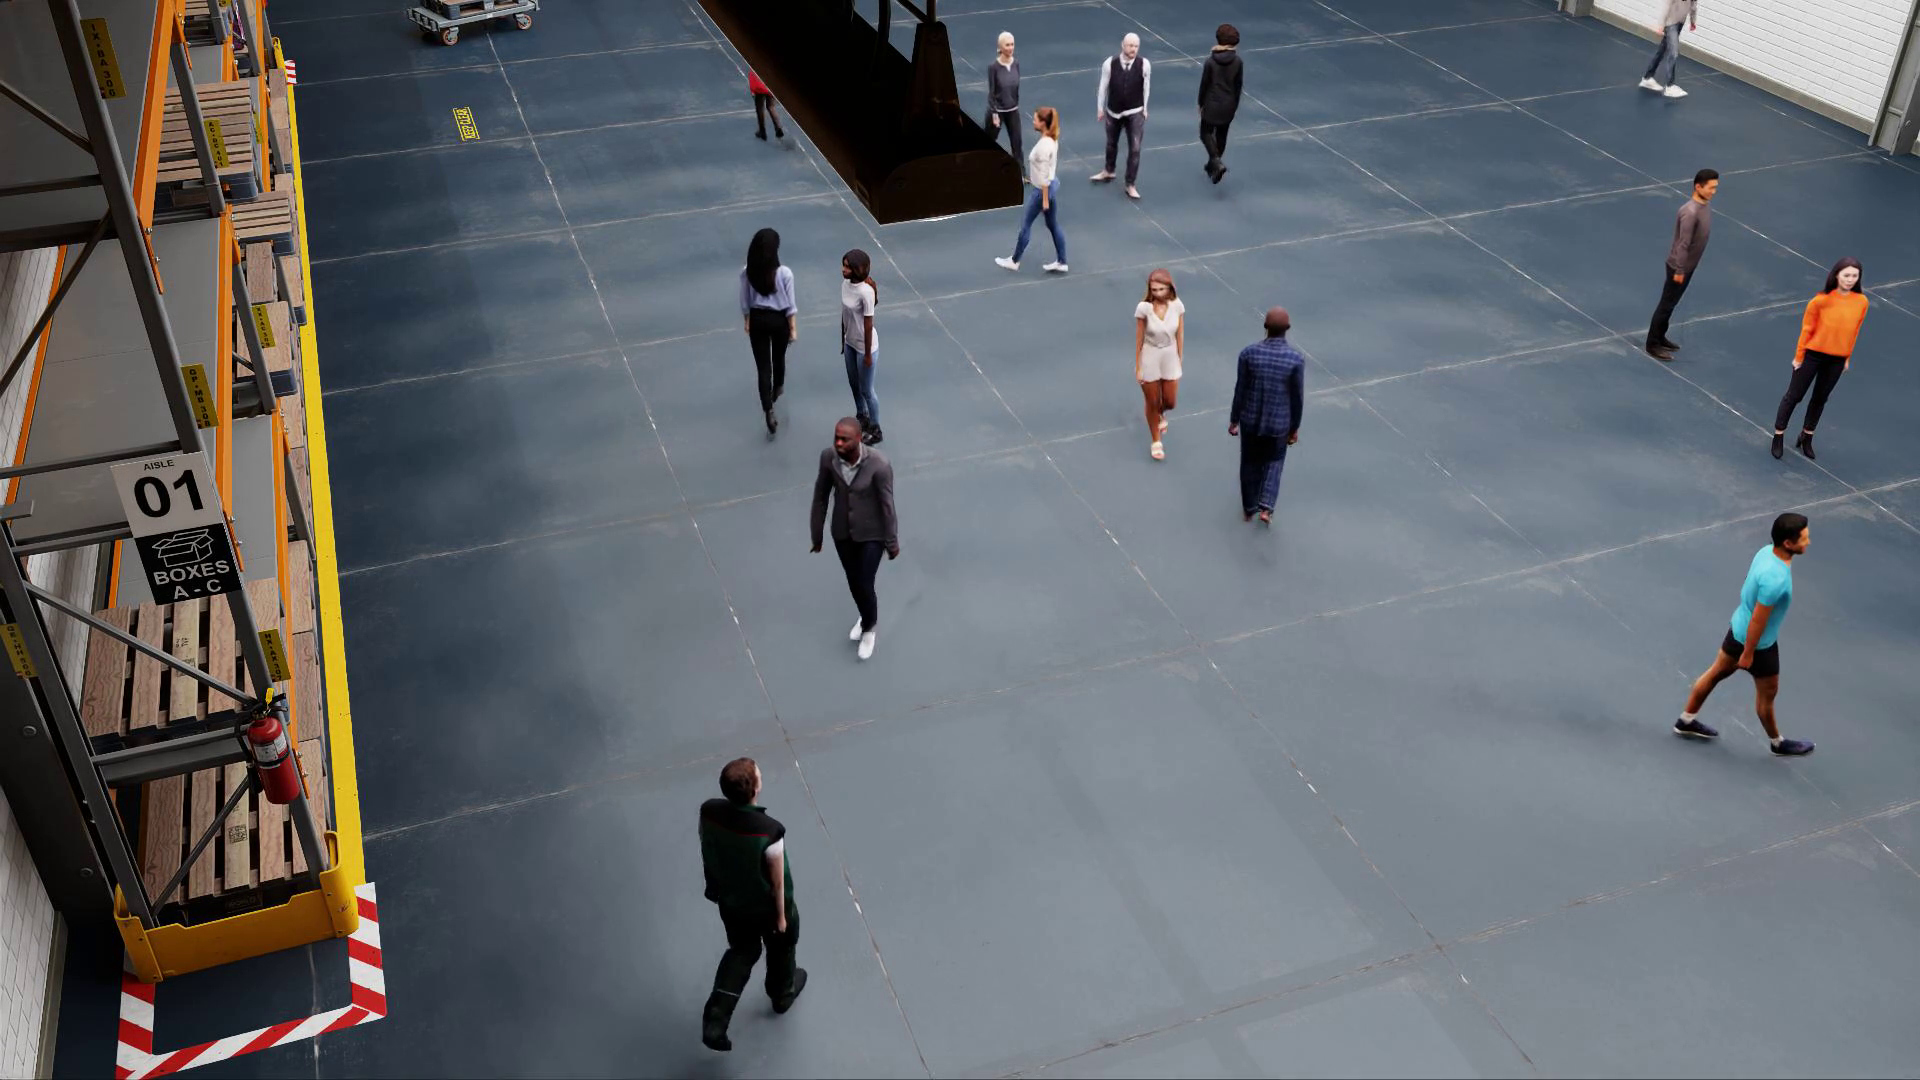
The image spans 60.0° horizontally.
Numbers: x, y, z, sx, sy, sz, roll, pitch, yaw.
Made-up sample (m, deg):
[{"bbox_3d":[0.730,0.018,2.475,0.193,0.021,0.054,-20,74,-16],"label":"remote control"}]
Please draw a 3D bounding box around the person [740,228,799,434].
[{"bbox_3d":[-1.608,-1.708,13.907,0.951,1.698,1.206,1,34,2],"label":"person"}]

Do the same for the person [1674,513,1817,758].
[{"bbox_3d":[4.864,0.581,10.420,1.092,1.746,1.075,11,35,16],"label":"person"}]

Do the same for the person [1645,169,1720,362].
[{"bbox_3d":[6.532,-2.512,15.056,0.720,1.766,0.718,-14,36,-20],"label":"person"}]

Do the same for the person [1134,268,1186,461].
[{"bbox_3d":[1.594,-1.482,13.591,0.686,1.671,0.801,-5,34,-8],"label":"person"}]

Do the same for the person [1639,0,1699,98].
[{"bbox_3d":[9.004,-6.619,21.176,0.889,1.829,1.079,-24,41,-32],"label":"person"}]

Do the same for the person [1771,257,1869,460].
[{"bbox_3d":[7.000,-1.482,13.522,0.697,1.748,0.682,1,34,2],"label":"person"}]

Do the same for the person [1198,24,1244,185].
[{"bbox_3d":[2.898,-4.817,18.525,0.746,1.764,1.015,-5,34,-7],"label":"person"}]

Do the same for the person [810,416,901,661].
[{"bbox_3d":[-0.650,-0.087,11.377,0.888,1.800,0.944,14,36,20],"label":"person"}]

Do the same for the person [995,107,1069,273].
[{"bbox_3d":[0.923,-3.434,16.510,1.018,1.692,1.022,8,35,12],"label":"person"}]

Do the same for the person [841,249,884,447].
[{"bbox_3d":[-0.816,-1.590,13.709,0.686,1.720,0.548,-22,40,-30],"label":"person"}]

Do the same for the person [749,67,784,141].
[{"bbox_3d":[-2.306,-5.369,19.800,0.577,1.271,0.731,-19,38,-27],"label":"person"}]

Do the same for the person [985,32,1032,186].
[{"bbox_3d":[0.427,-4.841,18.628,0.718,1.690,1.083,-17,37,-24],"label":"person"}]

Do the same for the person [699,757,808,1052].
[{"bbox_3d":[-1.090,1.860,8.425,1.051,1.825,1.100,16,37,22],"label":"person"}]

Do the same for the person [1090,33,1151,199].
[{"bbox_3d":[1.789,-4.718,18.356,0.988,1.787,1.080,6,34,9],"label":"person"}]

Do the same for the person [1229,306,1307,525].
[{"bbox_3d":[2.308,-0.864,12.545,0.884,1.800,0.954,6,34,9],"label":"person"}]
